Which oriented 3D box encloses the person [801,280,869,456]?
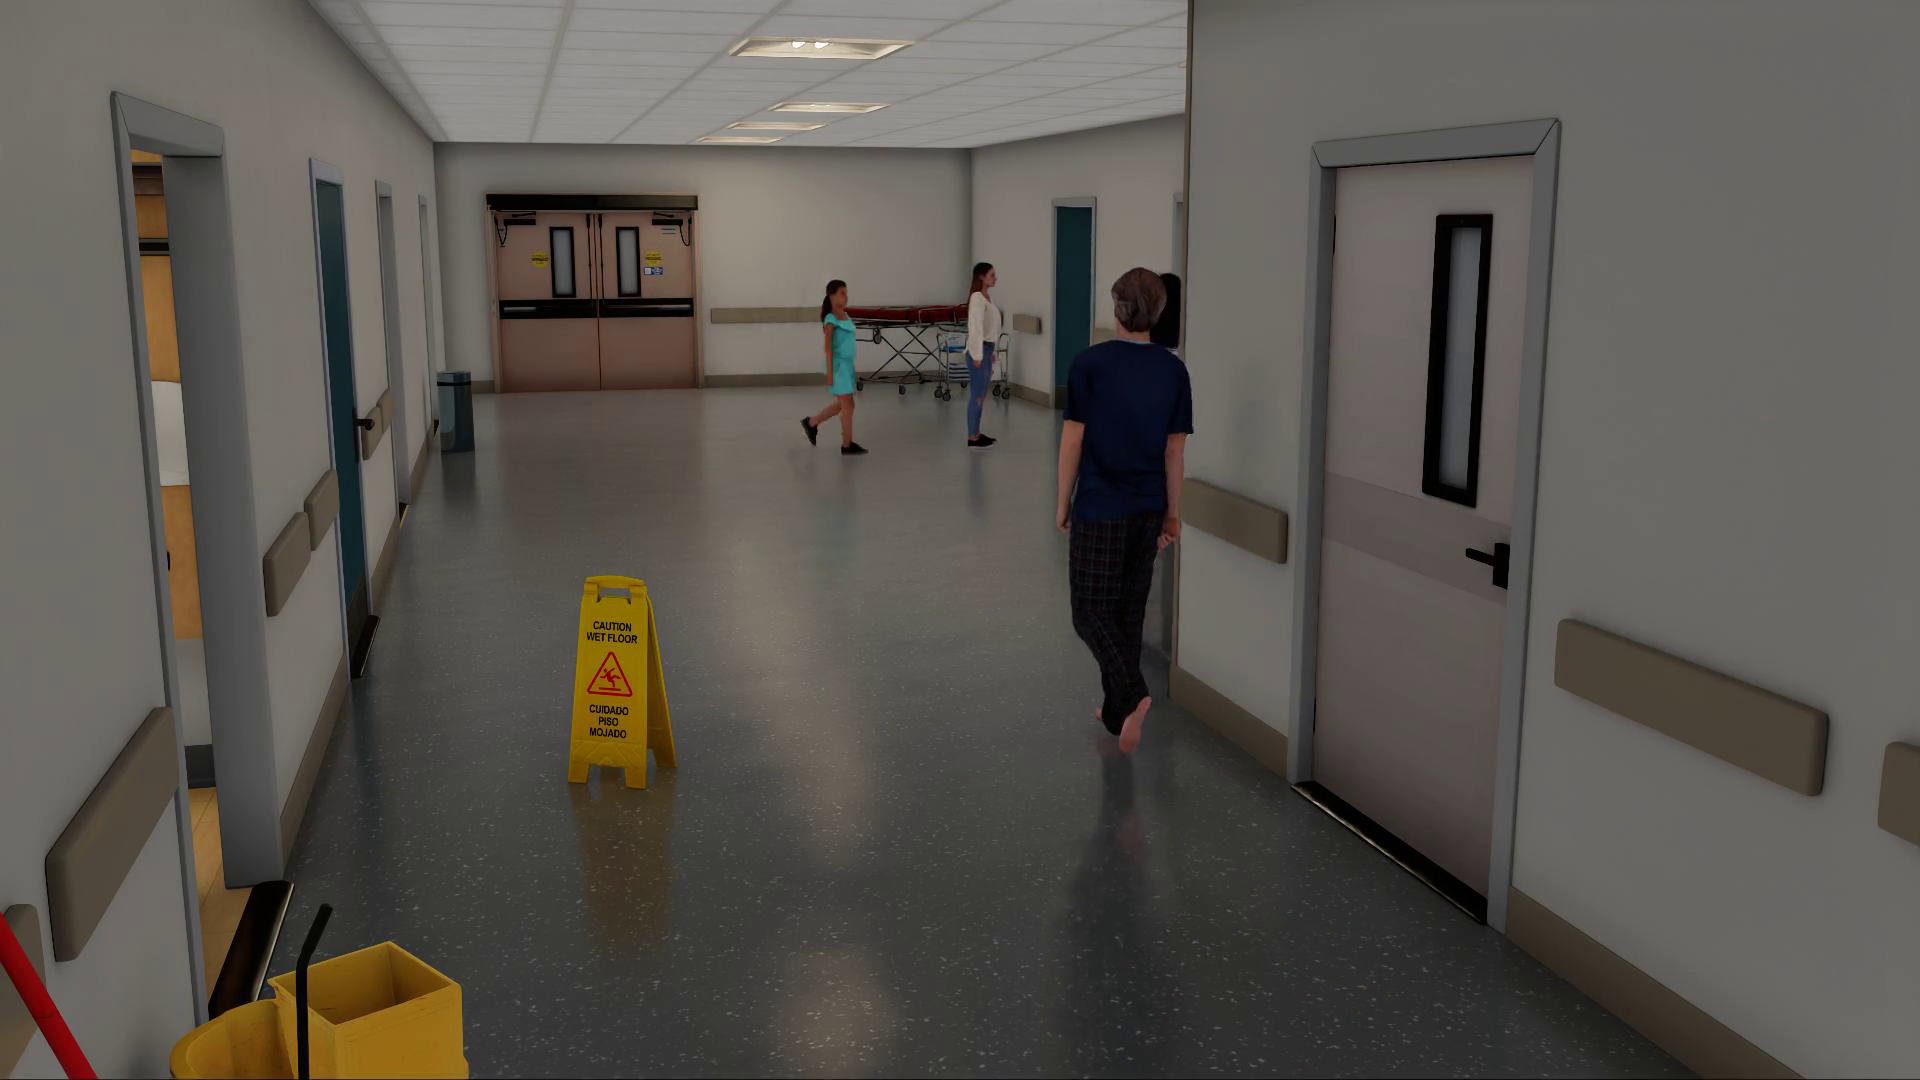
[{"bbox_3d":[-1.119,-1.518,14.732,0.918,1.542,0.930,4,11,20],"label":"person"}]

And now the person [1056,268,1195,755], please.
[{"bbox_3d":[0.644,-0.070,6.300,0.657,1.840,1.016,-3,11,-15],"label":"person"}]

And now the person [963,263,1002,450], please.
[{"bbox_3d":[0.183,-1.690,15.239,0.771,1.692,0.661,3,11,13],"label":"person"}]

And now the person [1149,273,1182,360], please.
[{"bbox_3d":[1.243,-0.811,10.584,1.006,1.699,1.091,5,12,25],"label":"person"}]
